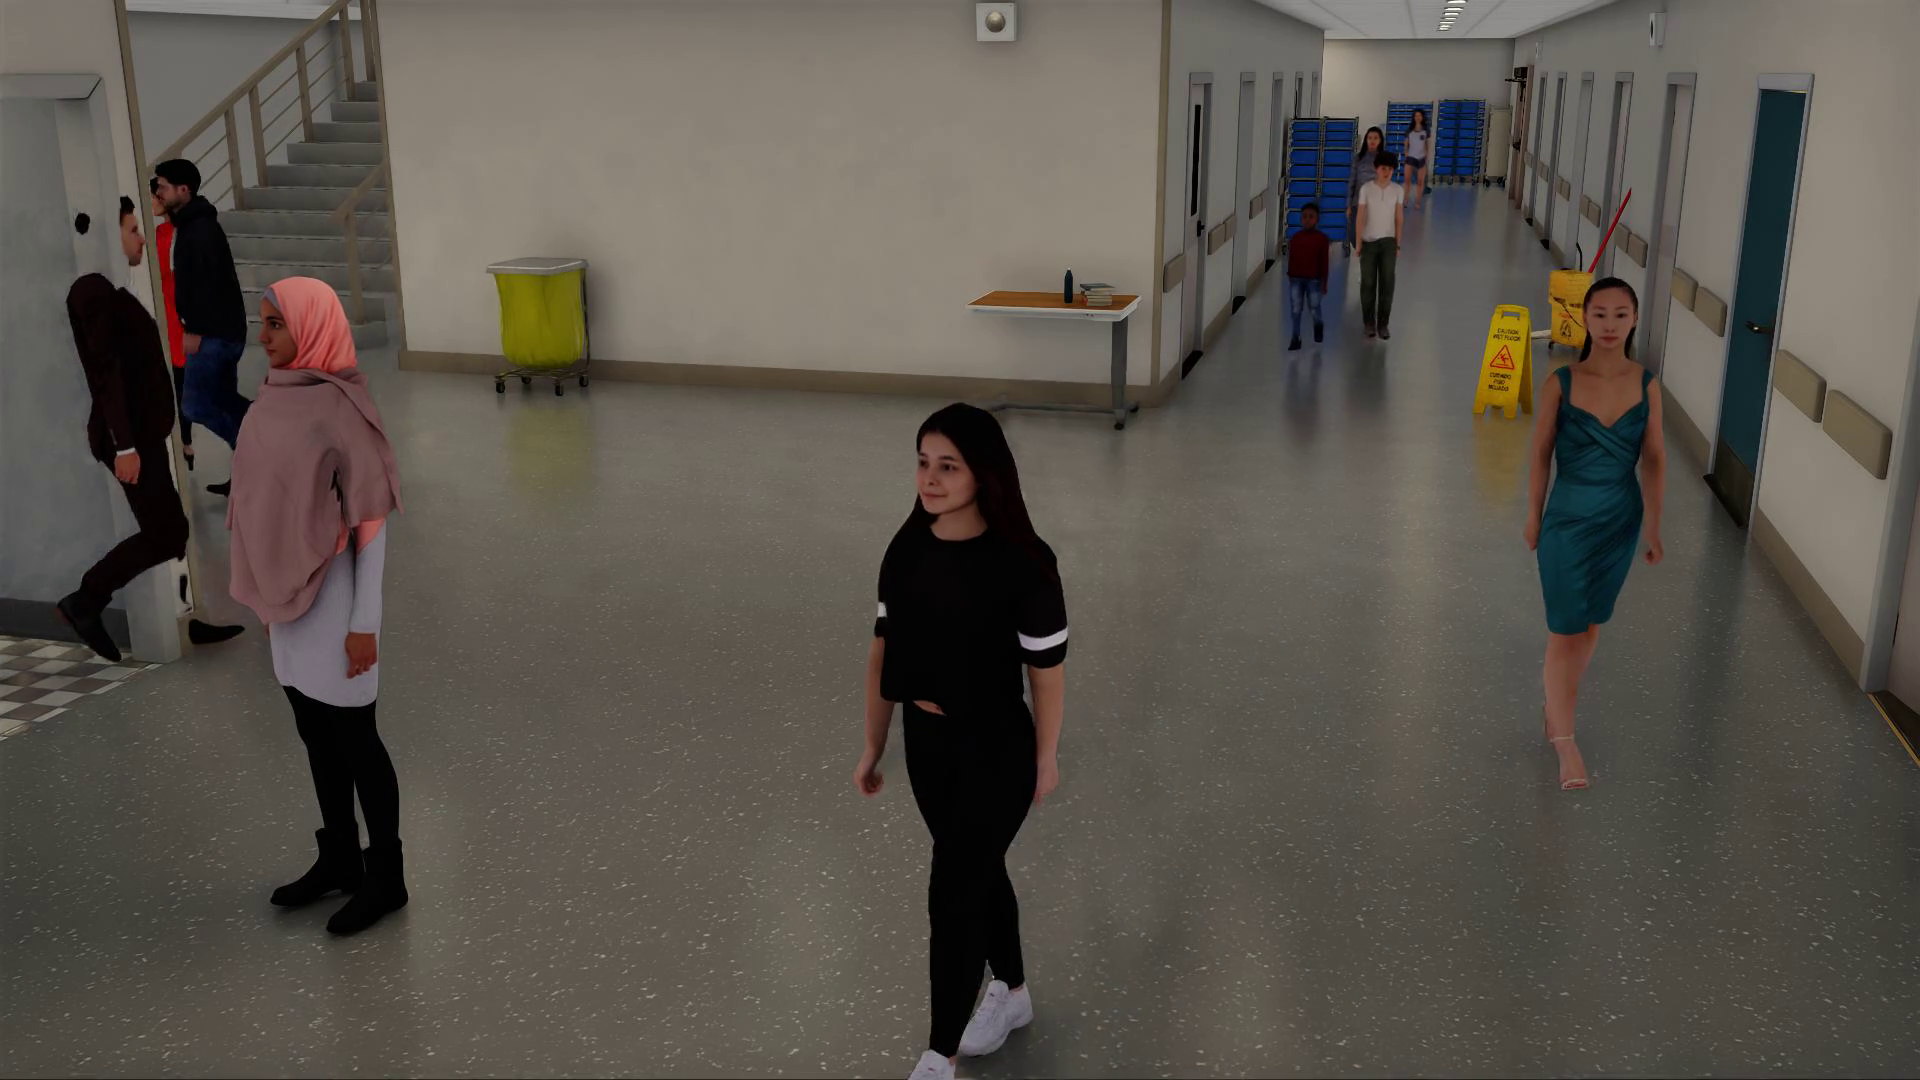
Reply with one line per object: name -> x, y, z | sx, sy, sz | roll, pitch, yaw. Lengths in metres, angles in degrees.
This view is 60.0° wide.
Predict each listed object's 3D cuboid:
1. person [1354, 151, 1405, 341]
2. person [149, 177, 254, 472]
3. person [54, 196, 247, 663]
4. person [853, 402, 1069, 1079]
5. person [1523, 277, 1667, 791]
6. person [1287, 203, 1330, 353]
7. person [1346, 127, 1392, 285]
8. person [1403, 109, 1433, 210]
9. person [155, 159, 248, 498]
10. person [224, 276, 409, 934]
person -> 3.707, -2.618, 14.804 | 0.593, 1.636, 0.788 | 3, 16, 10
person -> -4.484, -1.259, 9.805 | 1.028, 1.733, 0.959 | -10, 18, -31
person -> -3.326, -0.408, 6.569 | 1.048, 1.851, 1.009 | -6, 17, -20
person -> 0.064, 0.473, 3.879 | 0.783, 1.615, 0.962 | 11, 19, 35
person -> 2.107, -0.035, 5.604 | 0.638, 1.656, 0.948 | 1, 16, 5
person -> 2.967, -2.236, 14.178 | 0.557, 1.239, 0.804 | 6, 17, 22
person -> 4.591, -3.747, 18.644 | 0.703, 1.725, 0.844 | 7, 17, 24
person -> 7.895, -6.545, 28.648 | 0.654, 1.682, 0.943 | 6, 17, 20
person -> -3.968, -1.115, 9.043 | 0.890, 1.869, 0.818 | -6, 17, -19
person -> -1.741, 0.182, 4.560 | 0.716, 1.804, 0.721 | 12, 19, 35
